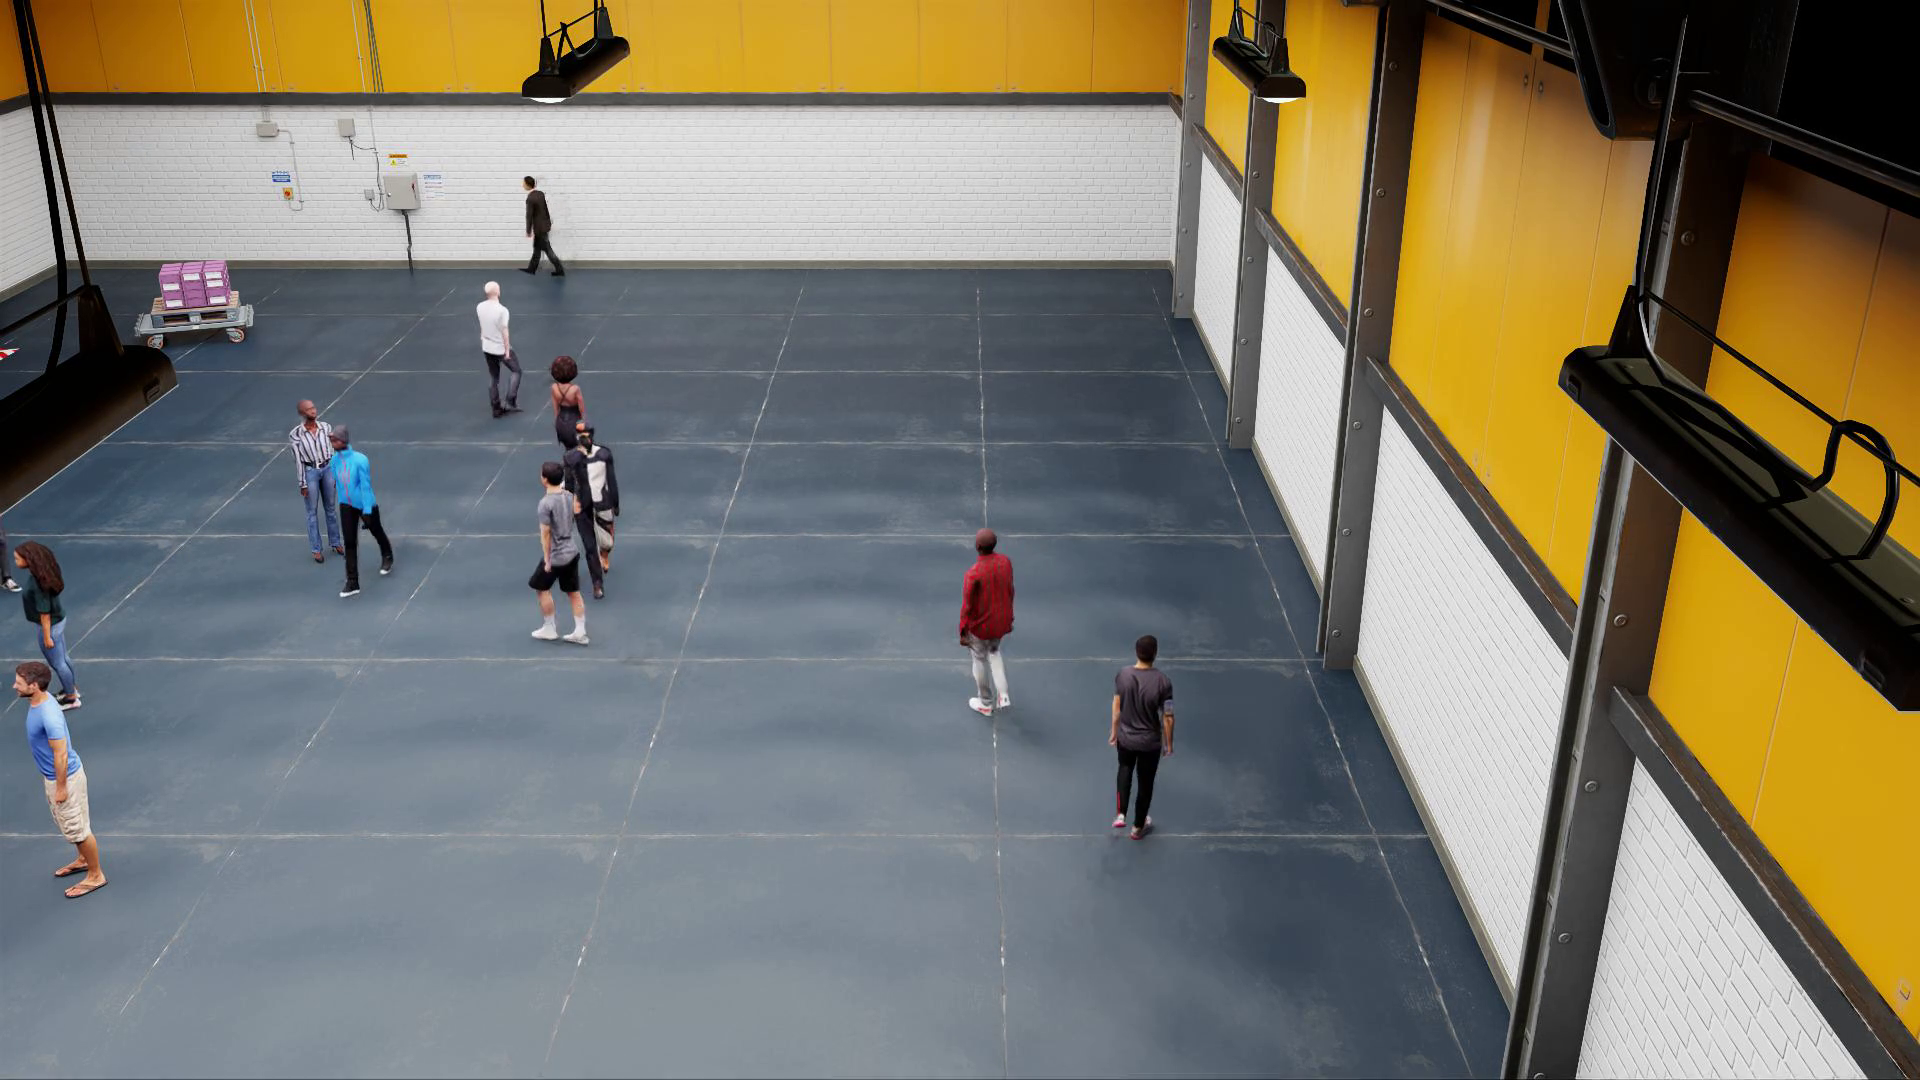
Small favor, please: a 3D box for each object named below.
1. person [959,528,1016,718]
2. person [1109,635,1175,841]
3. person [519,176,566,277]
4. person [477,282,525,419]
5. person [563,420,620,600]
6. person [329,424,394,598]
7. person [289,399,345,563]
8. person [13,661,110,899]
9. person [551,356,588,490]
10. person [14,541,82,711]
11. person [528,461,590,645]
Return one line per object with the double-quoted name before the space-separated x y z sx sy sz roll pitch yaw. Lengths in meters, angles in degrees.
"person" 0.298 0.754 14.616 0.871 1.813 0.923 -15 28 -31
"person" 1.351 1.571 12.821 0.788 1.756 0.814 10 26 22
"person" -7.164 -5.400 28.767 0.842 1.756 1.003 6 24 13
"person" -6.200 -2.497 22.049 0.770 1.819 0.785 10 25 21
"person" -3.778 -0.362 17.094 0.833 1.874 1.032 -6 24 -13
"person" -6.178 -0.358 17.257 0.709 1.737 1.230 3 24 6
"person" -6.907 -0.658 17.870 0.746 1.795 0.683 21 31 40
"person" -6.661 1.730 12.322 0.793 1.864 0.705 -17 29 -34
"person" -4.526 -1.232 19.213 0.731 1.771 0.985 7 24 15
"person" -8.128 0.750 14.874 0.729 1.616 0.632 -8 25 -18
"person" -3.751 0.165 15.921 0.937 1.849 0.924 12 26 25
